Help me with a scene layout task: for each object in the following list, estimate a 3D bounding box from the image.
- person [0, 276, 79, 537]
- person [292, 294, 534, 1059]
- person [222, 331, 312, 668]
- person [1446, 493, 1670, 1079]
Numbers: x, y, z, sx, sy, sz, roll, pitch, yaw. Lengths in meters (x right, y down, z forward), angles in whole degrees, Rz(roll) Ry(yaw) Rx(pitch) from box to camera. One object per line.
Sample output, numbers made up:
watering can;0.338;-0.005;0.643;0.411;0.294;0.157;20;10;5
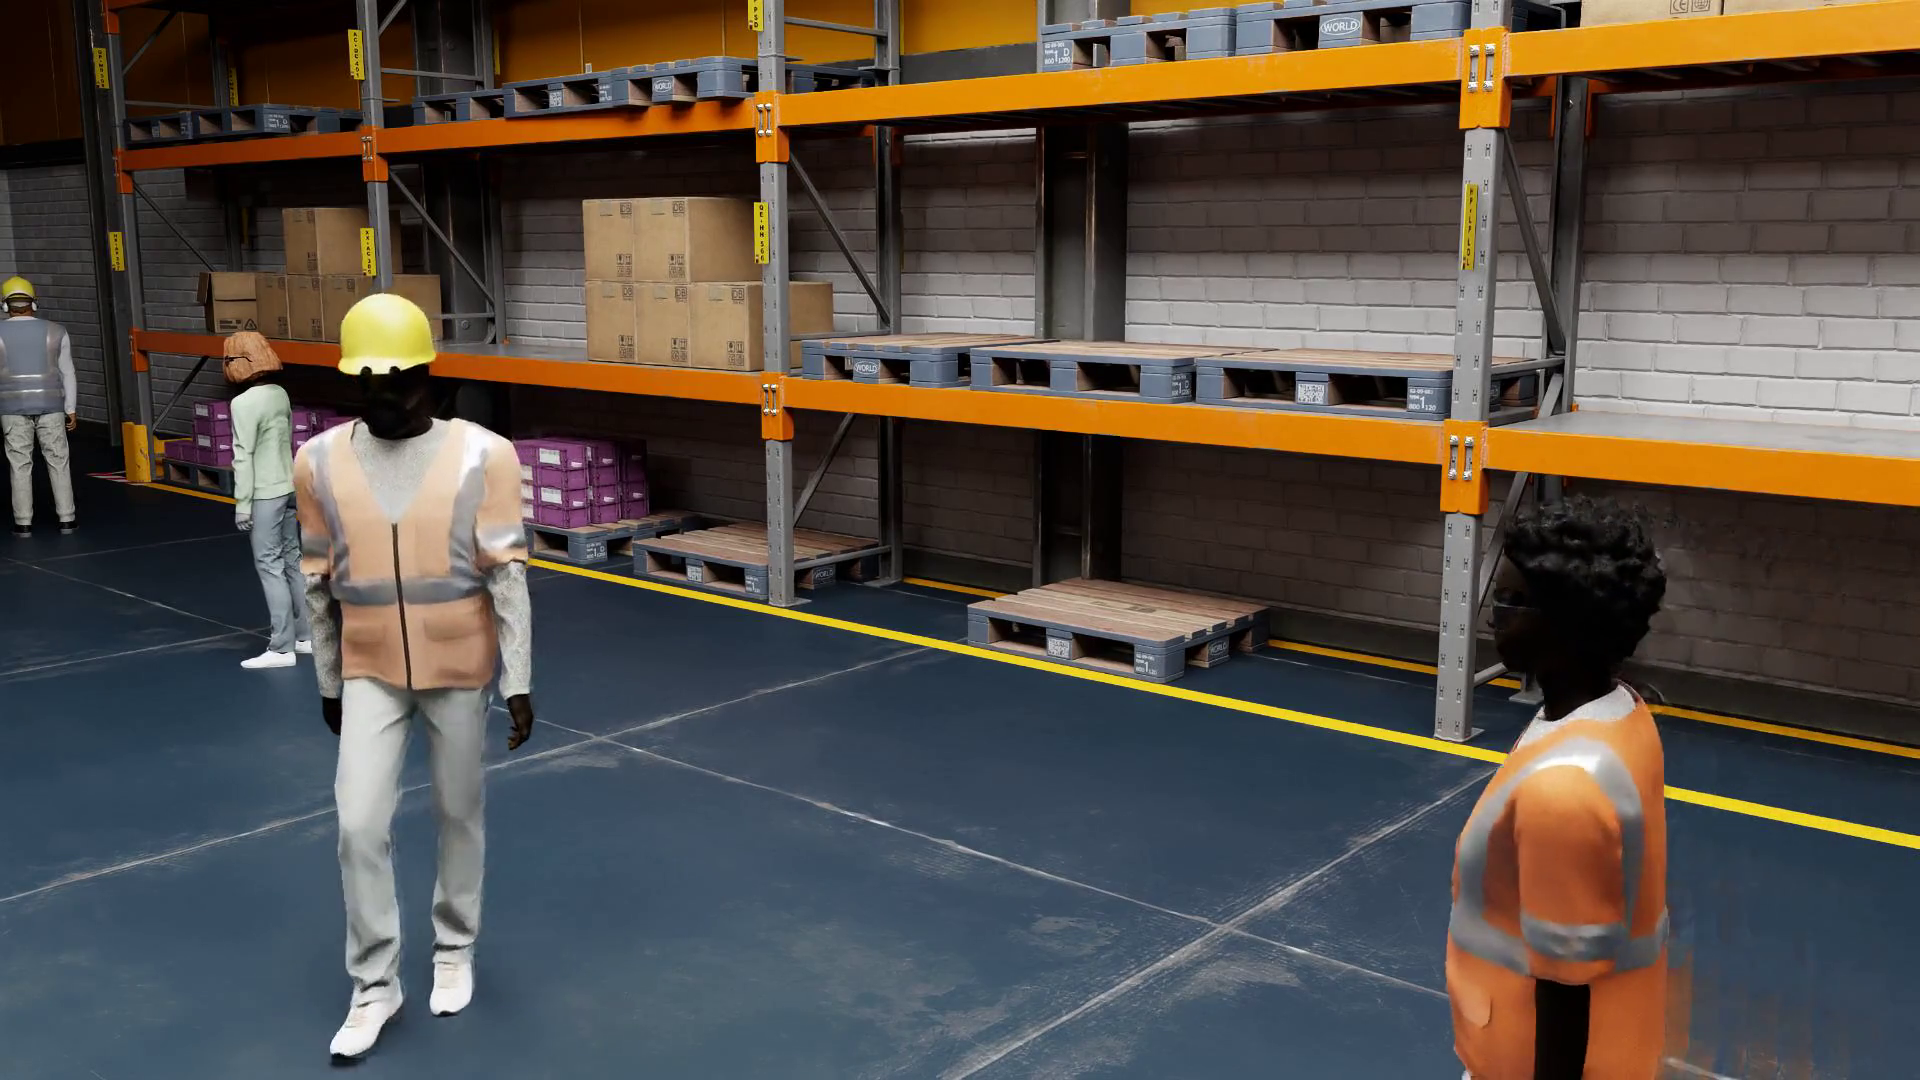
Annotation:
person;-6.524;-0.929;11.686;0.586;1.825;0.403;-6;12;-32
person;-1.382;0.343;4.209;0.610;1.902;0.711;-1;10;-6
person;-3.376;-0.196;8.088;0.288;1.626;0.497;0;10;1
person;0.944;0.764;2.451;0.697;1.679;0.539;6;12;30
